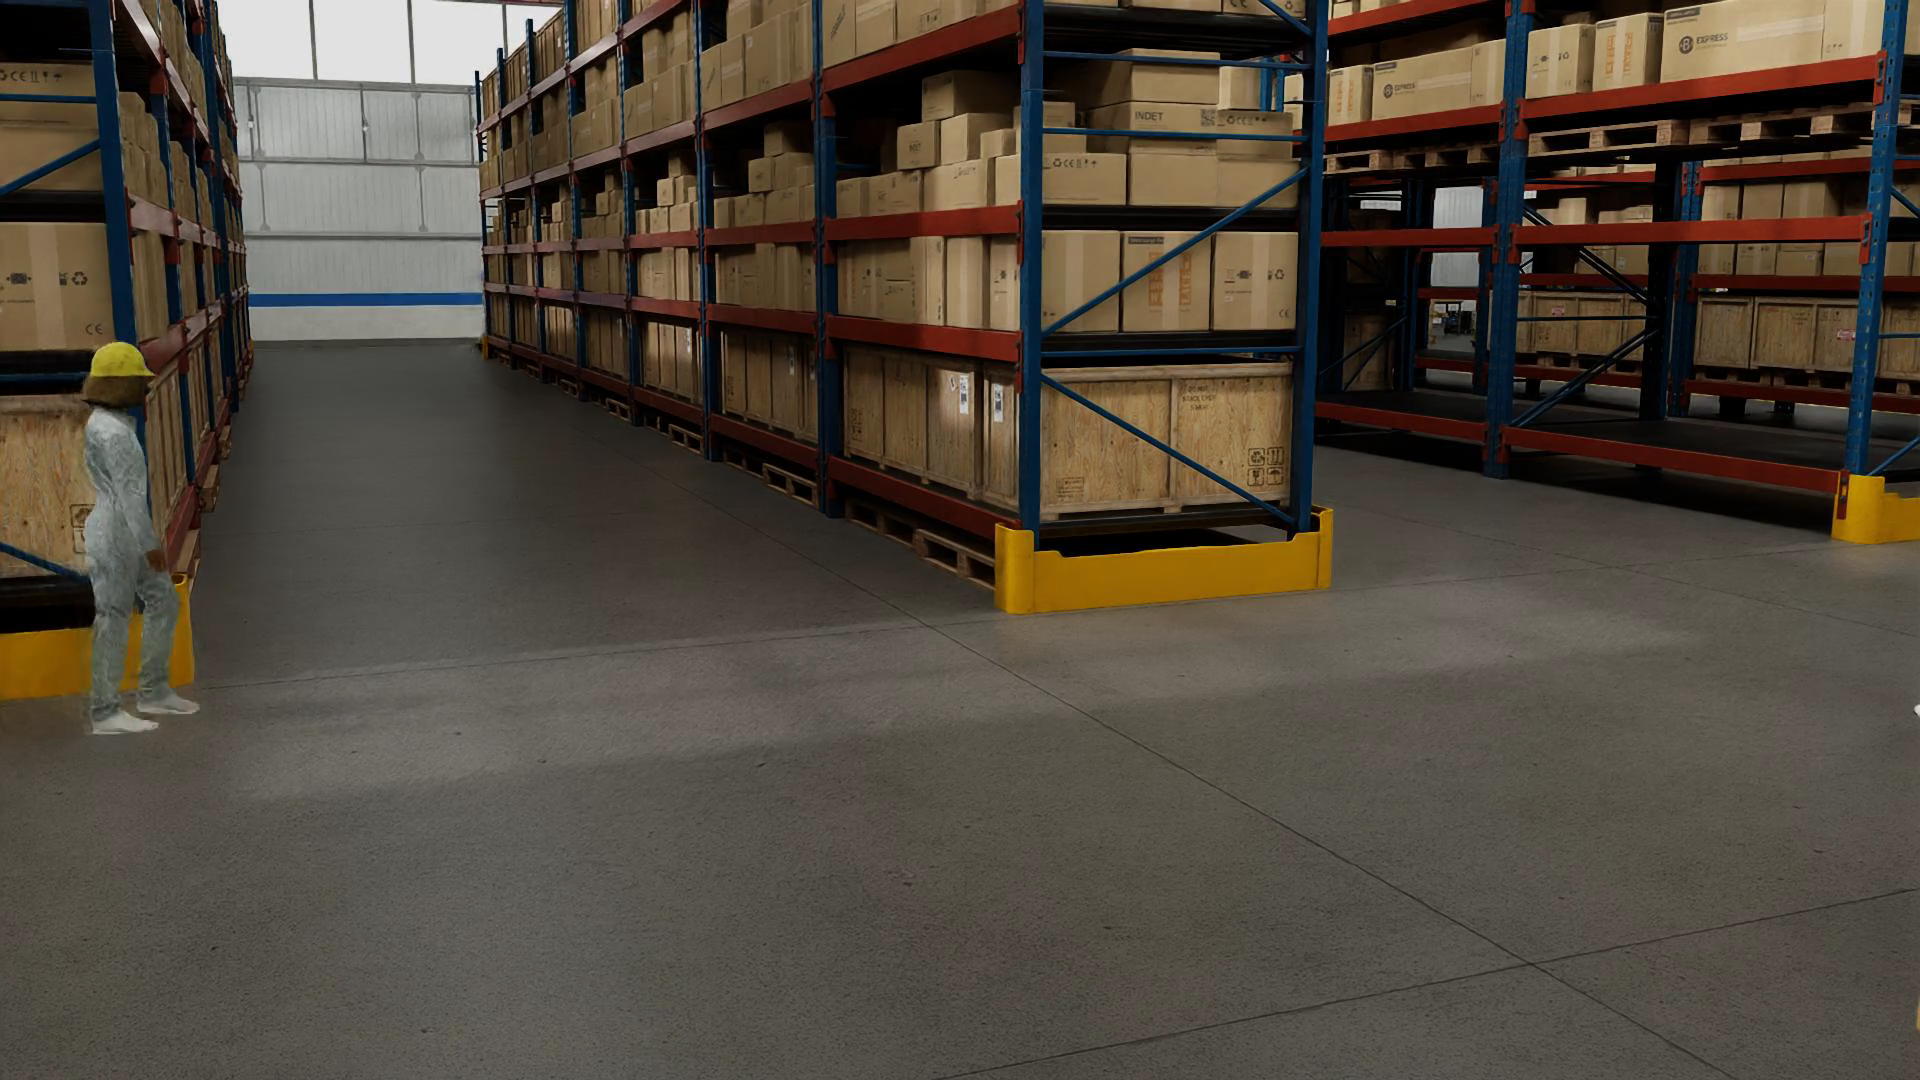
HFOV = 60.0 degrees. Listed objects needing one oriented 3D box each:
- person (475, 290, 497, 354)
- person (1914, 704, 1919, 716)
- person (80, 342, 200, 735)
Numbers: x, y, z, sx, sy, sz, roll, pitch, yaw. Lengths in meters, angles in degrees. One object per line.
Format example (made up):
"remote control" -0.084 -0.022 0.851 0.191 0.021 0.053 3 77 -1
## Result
"person" -10.259 -4.963 36.416 0.619 1.931 0.621 -4 10 -23
"person" 4.611 -0.098 7.394 0.642 1.900 0.398 0 9 2
"person" -3.617 -0.002 7.338 0.582 1.728 0.492 -4 10 -25
